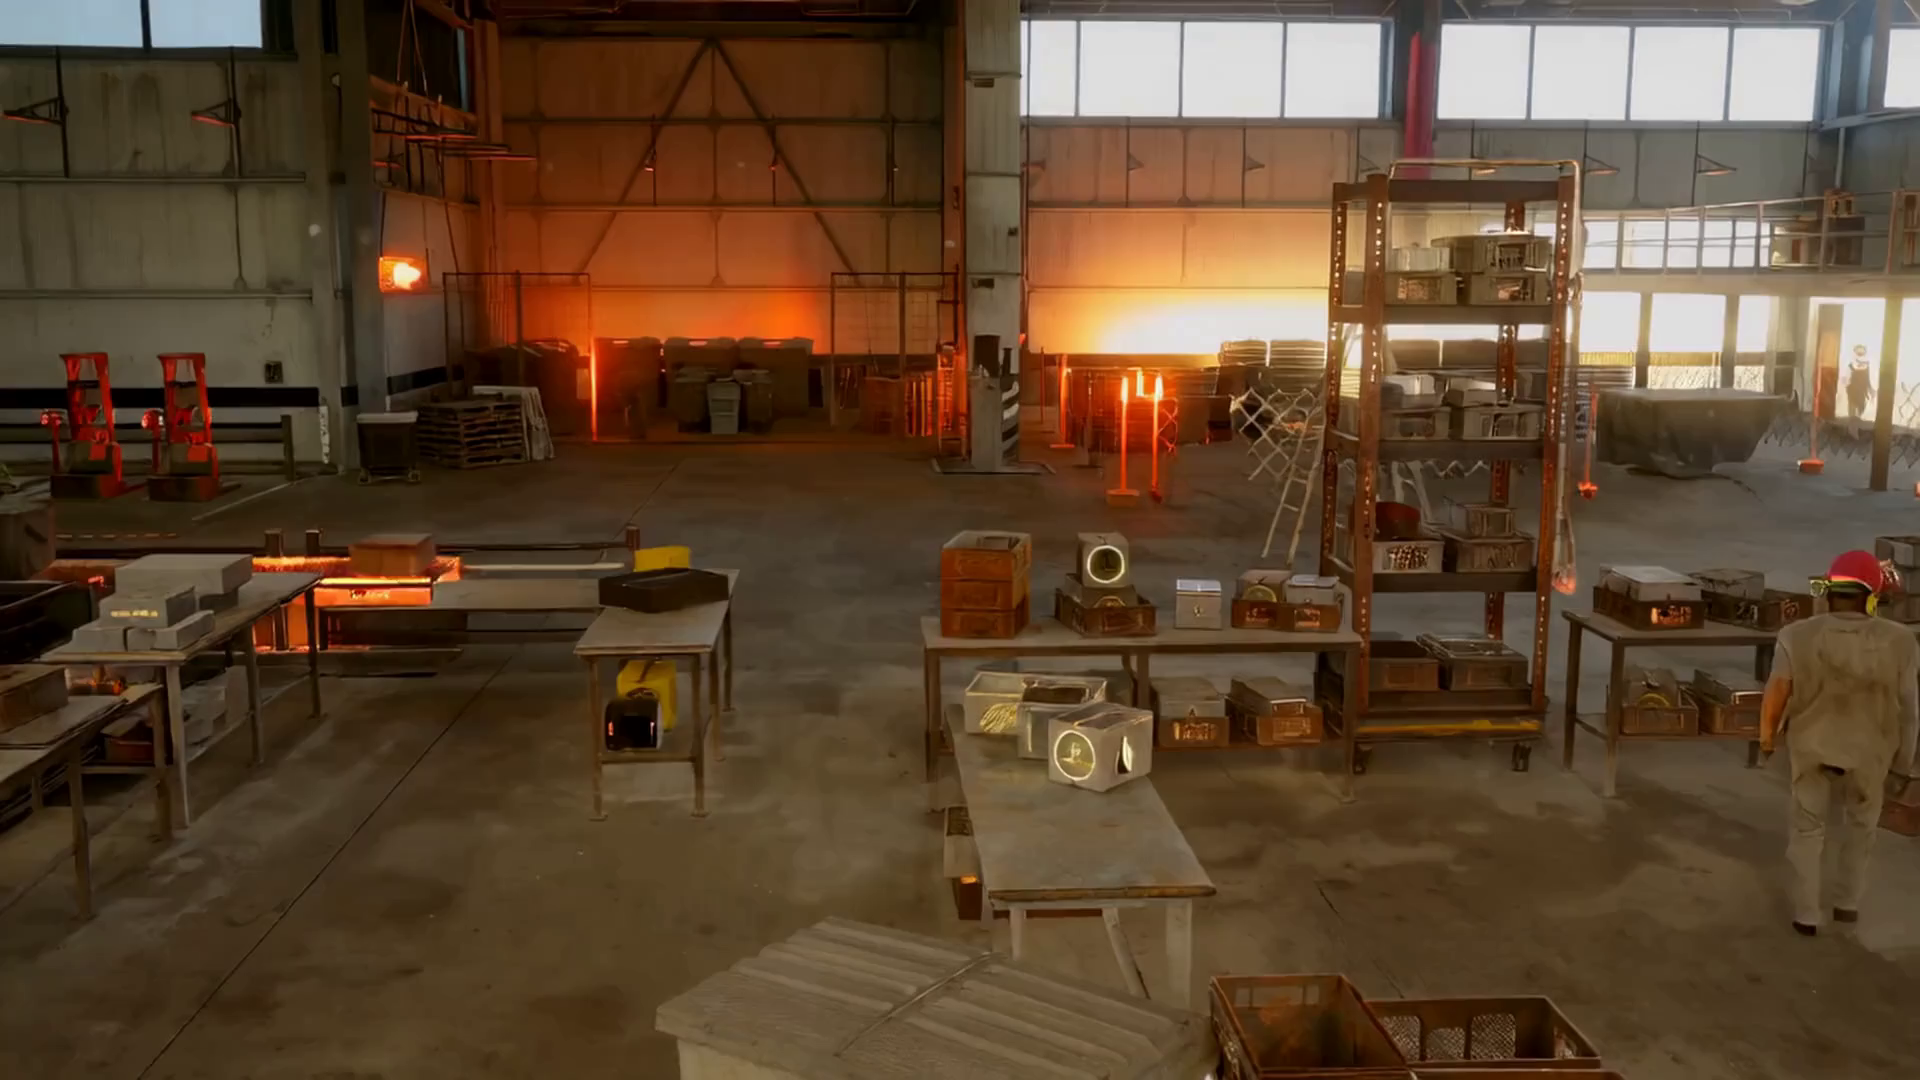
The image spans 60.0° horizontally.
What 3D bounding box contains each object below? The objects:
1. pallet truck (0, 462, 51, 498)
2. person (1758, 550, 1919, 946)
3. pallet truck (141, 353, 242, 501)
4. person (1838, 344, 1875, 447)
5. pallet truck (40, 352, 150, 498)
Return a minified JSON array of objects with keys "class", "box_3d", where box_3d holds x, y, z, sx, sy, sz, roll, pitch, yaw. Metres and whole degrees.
[{"class":"pallet truck","box_3d":[-13.193,-1.293,23.148,0.653,1.274,1.630,-1,9,-4]},{"class":"person","box_3d":[3.988,0.932,7.583,0.631,1.803,0.574,5,10,27]},{"class":"pallet truck","box_3d":[-10.520,-1.604,22.925,0.823,1.965,1.885,-1,9,-6]},{"class":"person","box_3d":[15.928,-2.578,29.607,0.520,1.822,0.836,-1,9,-6]},{"class":"pallet truck","box_3d":[-11.907,-1.642,23.165,0.823,1.965,1.885,0,9,0]}]
